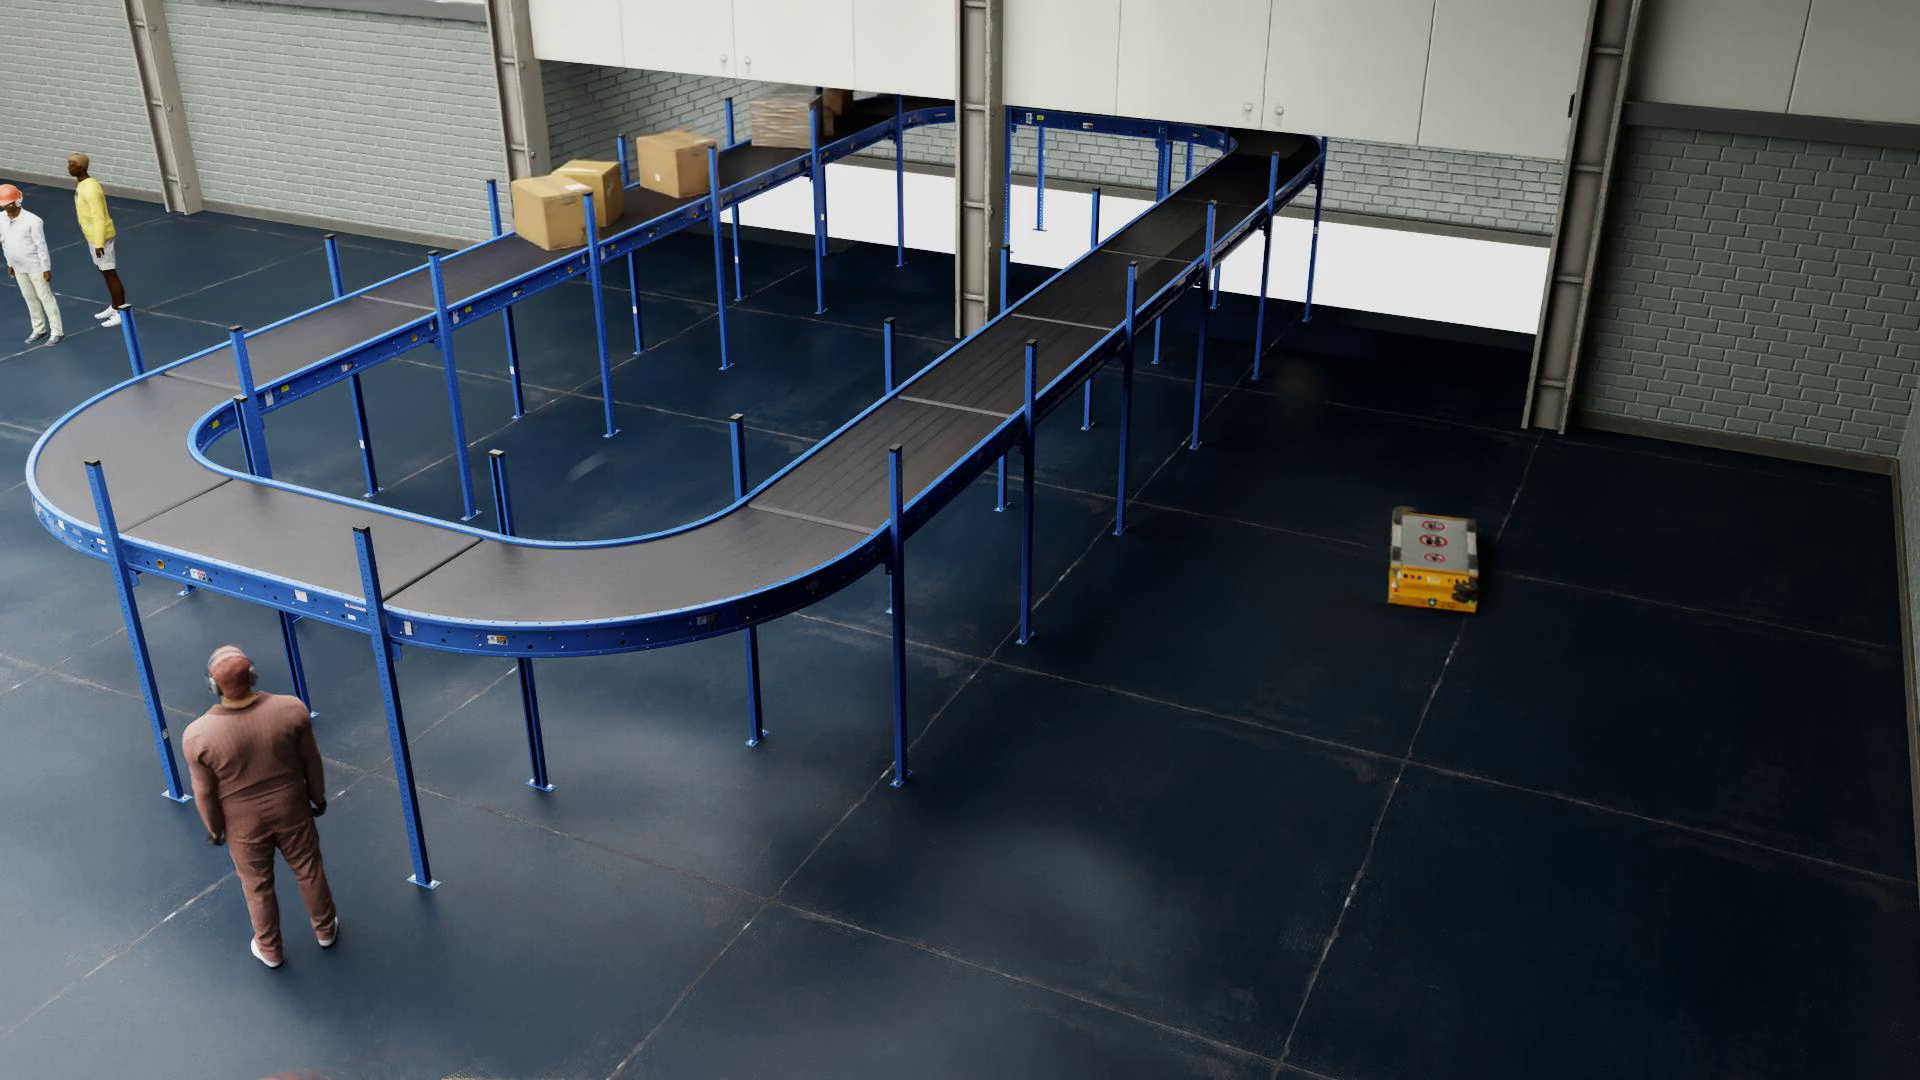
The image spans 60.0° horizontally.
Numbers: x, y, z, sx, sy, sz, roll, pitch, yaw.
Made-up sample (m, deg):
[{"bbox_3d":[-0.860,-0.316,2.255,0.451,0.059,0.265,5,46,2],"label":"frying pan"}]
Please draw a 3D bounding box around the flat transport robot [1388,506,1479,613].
[{"bbox_3d":[3.746,0.142,13.190,0.659,0.231,1.431,6,27,13],"label":"flat transport robot"}]

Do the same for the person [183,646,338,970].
[{"bbox_3d":[-3.678,1.407,8.797,0.641,1.913,0.413,-16,31,-30],"label":"person"}]

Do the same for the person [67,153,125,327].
[{"bbox_3d":[-9.506,-3.317,18.328,0.377,1.899,0.544,-17,31,-30],"label":"person"}]

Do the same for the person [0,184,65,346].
[{"bbox_3d":[-9.949,-2.935,17.730,0.561,1.743,0.347,8,28,16],"label":"person"}]
